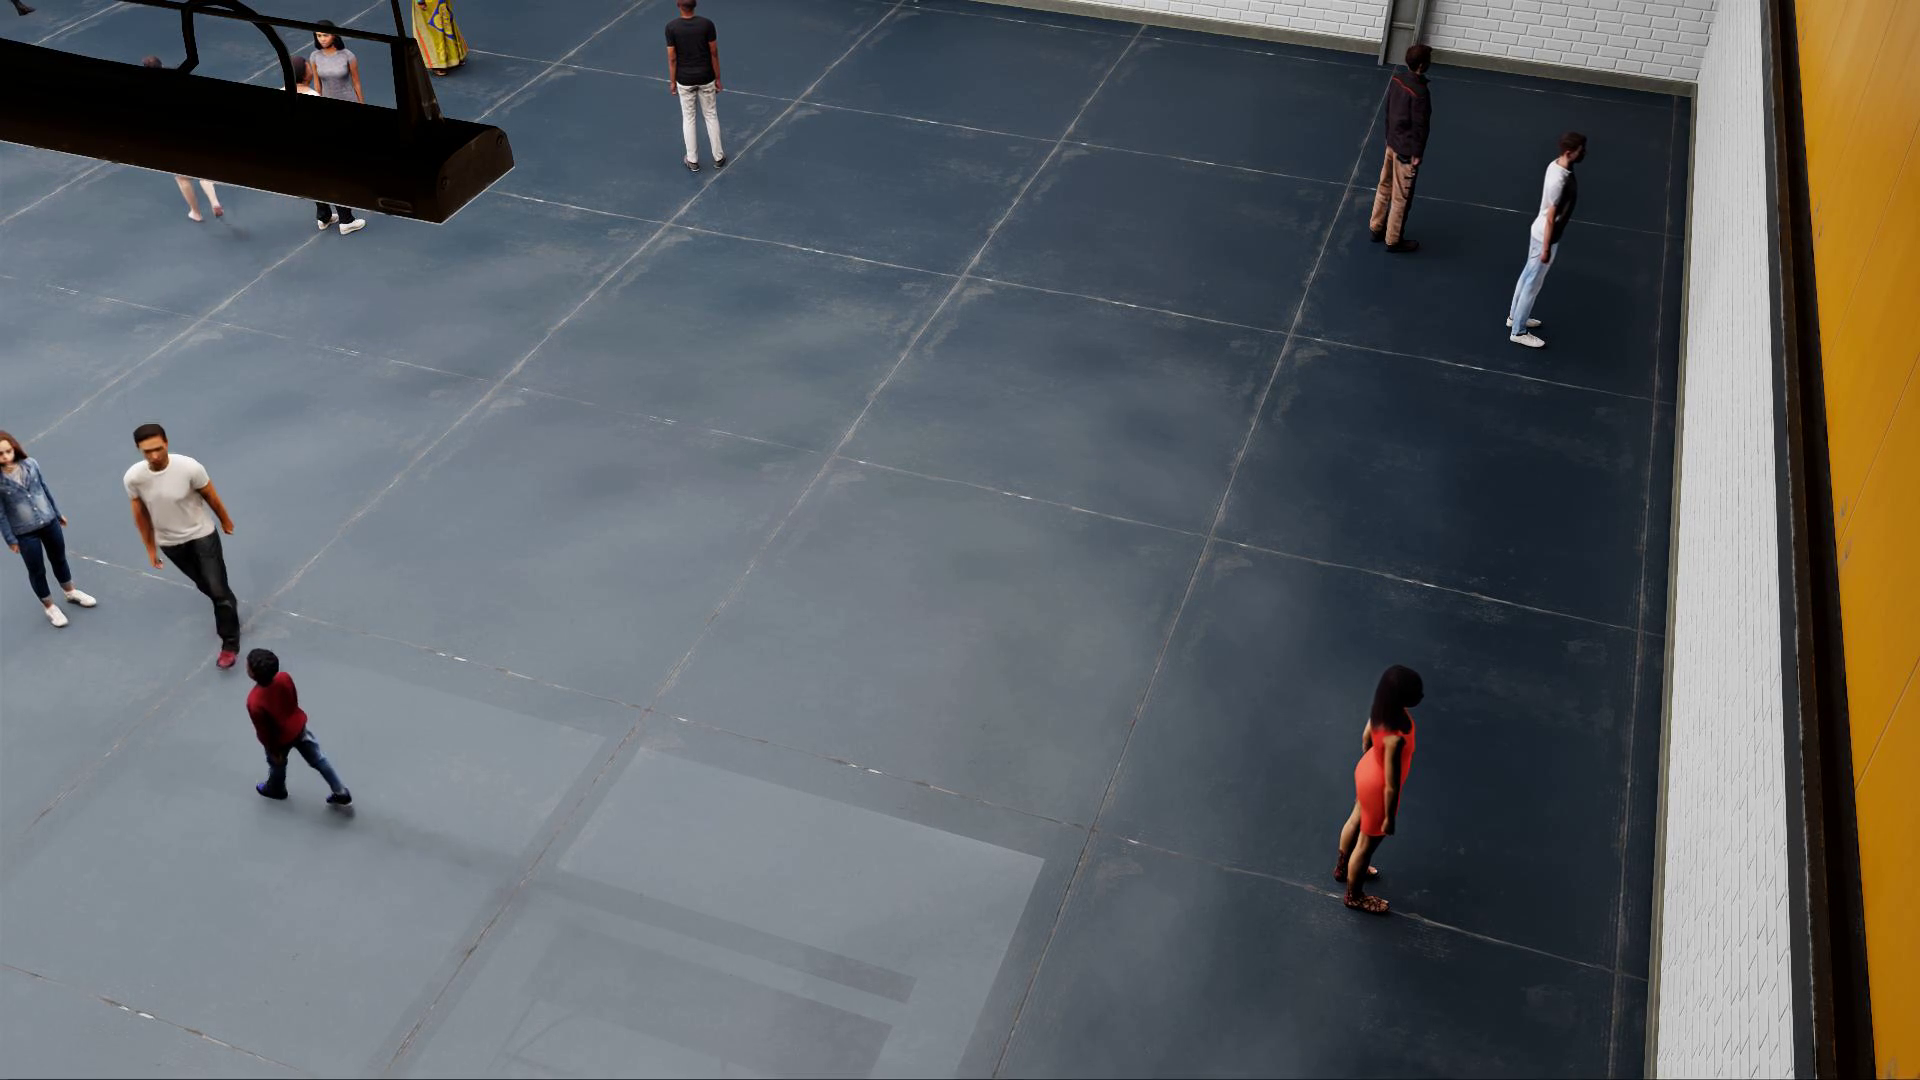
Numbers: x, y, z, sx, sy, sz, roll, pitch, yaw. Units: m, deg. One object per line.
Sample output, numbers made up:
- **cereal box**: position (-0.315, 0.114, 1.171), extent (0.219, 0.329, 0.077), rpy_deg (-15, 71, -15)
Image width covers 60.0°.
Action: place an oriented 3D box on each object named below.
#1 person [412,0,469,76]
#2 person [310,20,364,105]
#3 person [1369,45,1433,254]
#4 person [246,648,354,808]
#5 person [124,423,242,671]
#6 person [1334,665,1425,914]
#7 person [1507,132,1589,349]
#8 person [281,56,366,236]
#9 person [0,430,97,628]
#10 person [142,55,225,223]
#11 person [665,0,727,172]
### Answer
- **person**: position (-5.818, -5.995, 18.310), extent (0.800, 1.661, 0.878), rpy_deg (17, 42, 20)
- **person**: position (-5.853, -4.061, 15.792), extent (0.612, 1.781, 0.722), rpy_deg (-6, 39, -7)
- **person**: position (4.008, -3.544, 15.030), extent (0.831, 1.925, 0.788), rpy_deg (-13, 40, -16)
- **person**: position (-3.890, 1.133, 9.728), extent (0.877, 1.233, 0.533), rpy_deg (14, 41, 17)
- **person**: position (-5.008, -0.082, 10.823), extent (1.044, 1.765, 1.003), rpy_deg (-6, 39, -7)
- **person**: position (2.280, 1.342, 9.076), extent (0.629, 1.719, 0.656), rpy_deg (-1, 39, -1)
- **person**: position (4.861, -2.521, 13.809), extent (0.557, 1.850, 0.652), rpy_deg (10, 40, 13)
- **person**: position (-5.927, -3.654, 15.358), extent (0.559, 1.688, 0.732), rpy_deg (16, 41, 19)
- **person**: position (-6.177, -0.101, 11.078), extent (0.533, 1.476, 0.593), rpy_deg (18, 42, 22)
- **person**: position (-7.188, -3.673, 15.424), extent (0.762, 1.634, 0.851), rpy_deg (-31, 48, -33)
- **person**: position (-2.603, -4.515, 16.343), extent (0.723, 1.804, 0.821), rpy_deg (-10, 40, -12)
